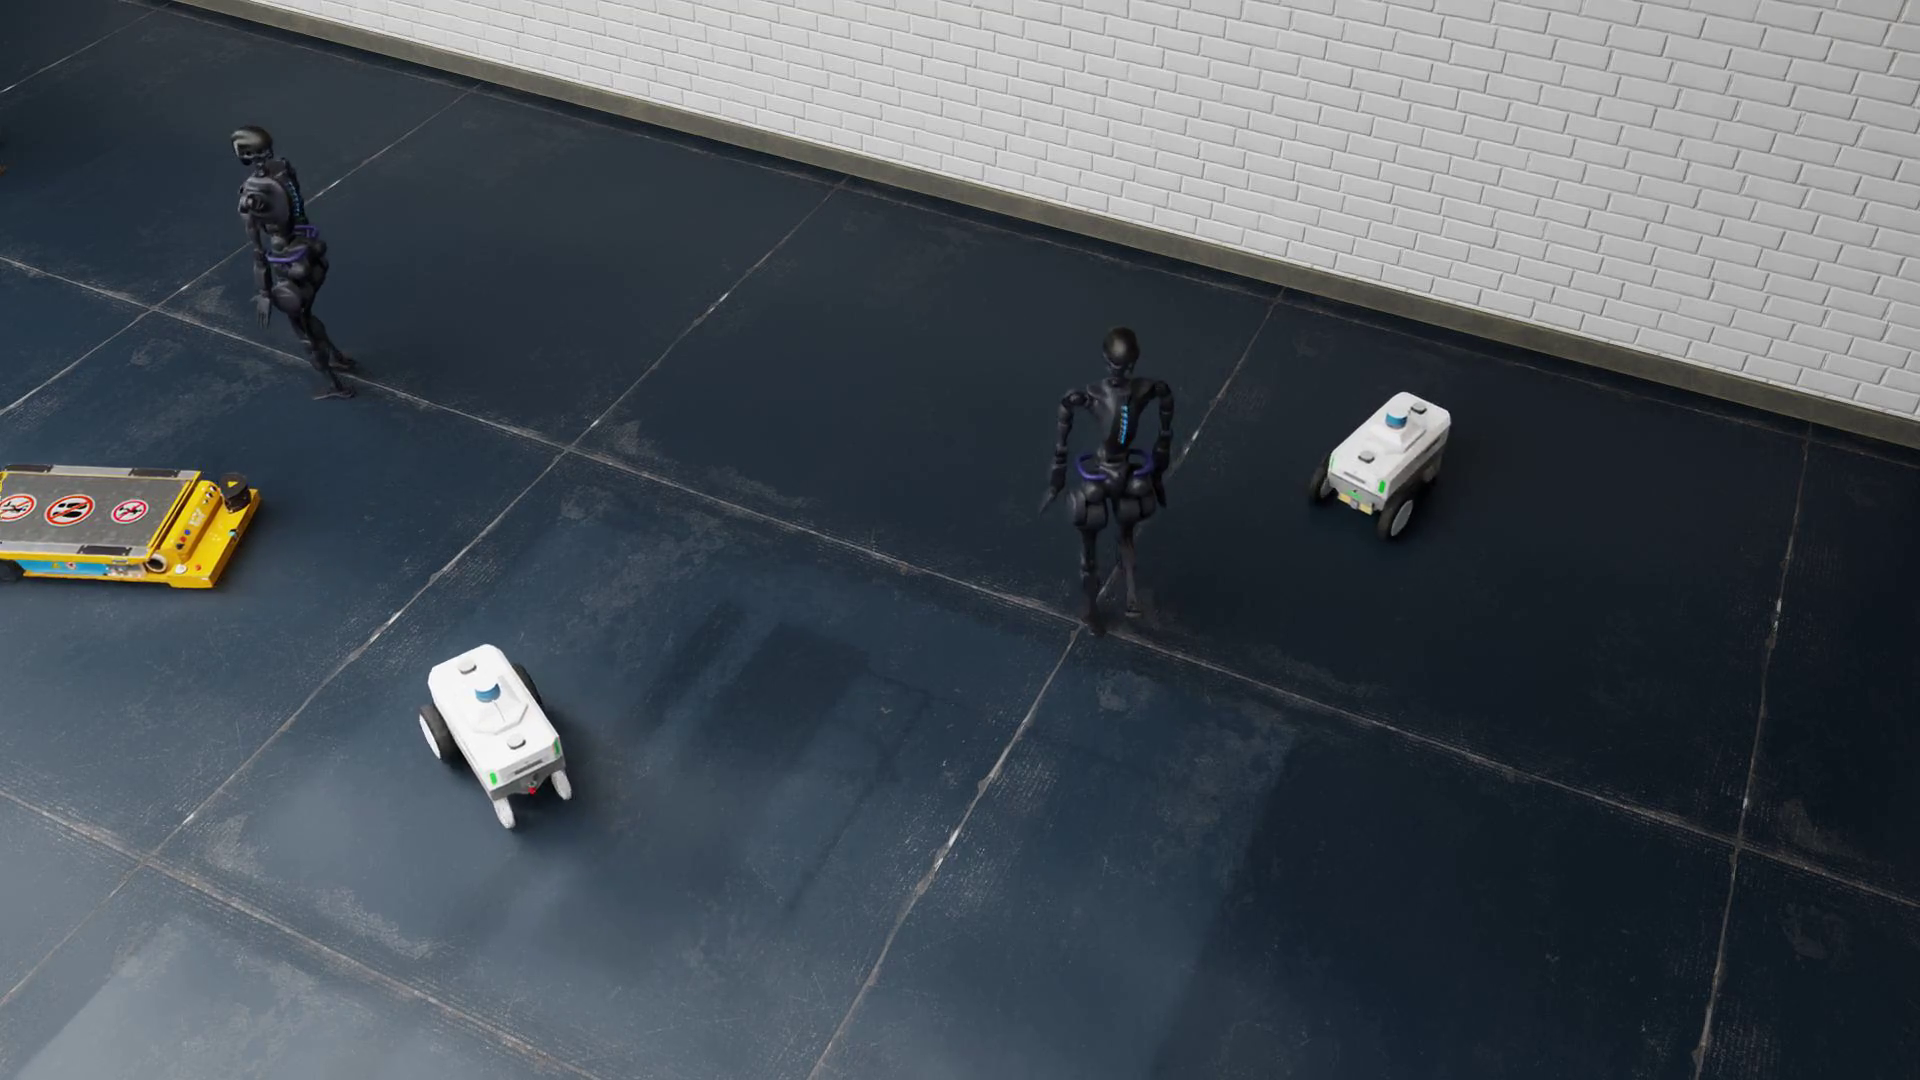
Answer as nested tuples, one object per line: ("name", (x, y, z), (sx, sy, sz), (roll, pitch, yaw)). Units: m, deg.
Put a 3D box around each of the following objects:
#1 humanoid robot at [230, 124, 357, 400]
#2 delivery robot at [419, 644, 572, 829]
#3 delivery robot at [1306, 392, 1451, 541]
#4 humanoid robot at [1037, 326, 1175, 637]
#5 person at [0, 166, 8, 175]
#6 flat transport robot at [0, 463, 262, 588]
("humanoid robot", (-3.529, -1.426, 8.758), (0.331, 1.655, 0.589), (4, 43, 4))
("delivery robot", (-2.004, 0.806, 7.187), (0.499, 0.611, 0.809), (-25, 49, -25))
("delivery robot", (2.175, -0.410, 8.499), (0.499, 0.610, 0.814), (31, 51, 29))
("humanoid robot", (0.664, -0.215, 7.454), (0.602, 1.652, 0.412), (-8, 43, -9))
("person", (-6.538, -3.096, 10.609), (0.505, 1.642, 0.462), (8, 43, 8))
("flat transport robot", (-4.338, -0.073, 8.334), (1.431, 0.231, 0.659), (2, 43, 3))
